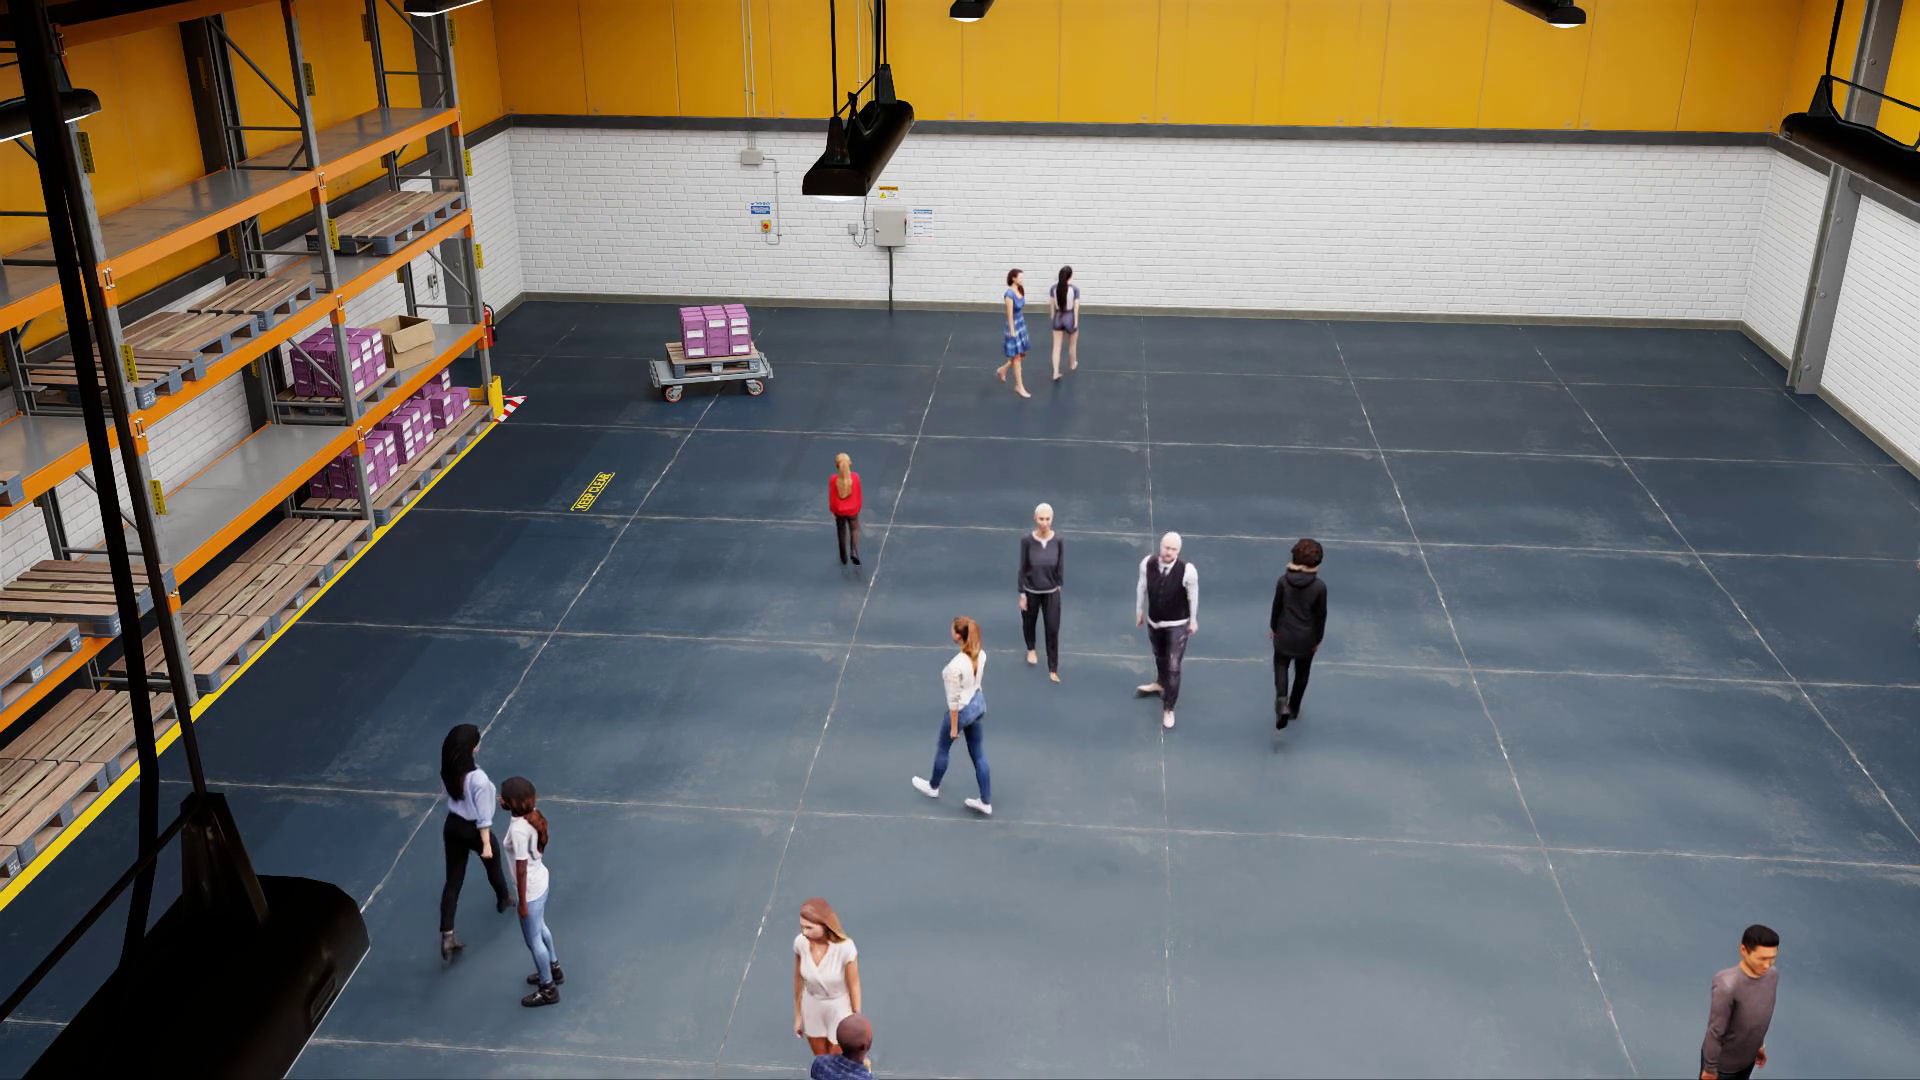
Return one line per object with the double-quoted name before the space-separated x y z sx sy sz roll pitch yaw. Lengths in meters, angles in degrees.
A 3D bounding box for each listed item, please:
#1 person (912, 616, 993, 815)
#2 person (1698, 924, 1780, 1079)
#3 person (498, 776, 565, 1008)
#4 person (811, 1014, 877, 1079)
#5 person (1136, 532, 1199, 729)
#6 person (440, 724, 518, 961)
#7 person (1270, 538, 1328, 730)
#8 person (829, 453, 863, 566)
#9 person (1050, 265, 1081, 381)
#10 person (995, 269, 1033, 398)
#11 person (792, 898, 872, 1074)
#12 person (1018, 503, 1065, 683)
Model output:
"person" 0.110 1.434 13.280 1.018 1.692 1.022 18 30 36
"person" 4.466 2.975 9.664 0.720 1.766 0.718 0 24 1
"person" -2.883 2.344 11.164 0.686 1.720 0.548 -5 24 -10
"person" -0.631 3.334 8.799 0.884 1.800 0.954 16 28 32
"person" 1.845 0.721 14.793 0.988 1.787 1.080 16 28 33
"person" -3.504 2.137 11.666 0.951 1.698 1.206 12 26 25
"person" 2.932 0.849 14.530 0.746 1.764 1.015 7 25 15
"person" -1.205 -0.303 17.780 0.577 1.271 0.731 -3 24 -7
"person" 1.459 -3.054 23.656 0.778 1.605 1.078 8 25 18
"person" 0.719 -2.860 22.977 0.876 1.794 0.863 10 25 21
"person" -0.766 2.832 10.109 0.686 1.671 0.801 6 24 14
"person" 0.735 0.428 15.585 0.718 1.690 1.083 -1 24 -3
